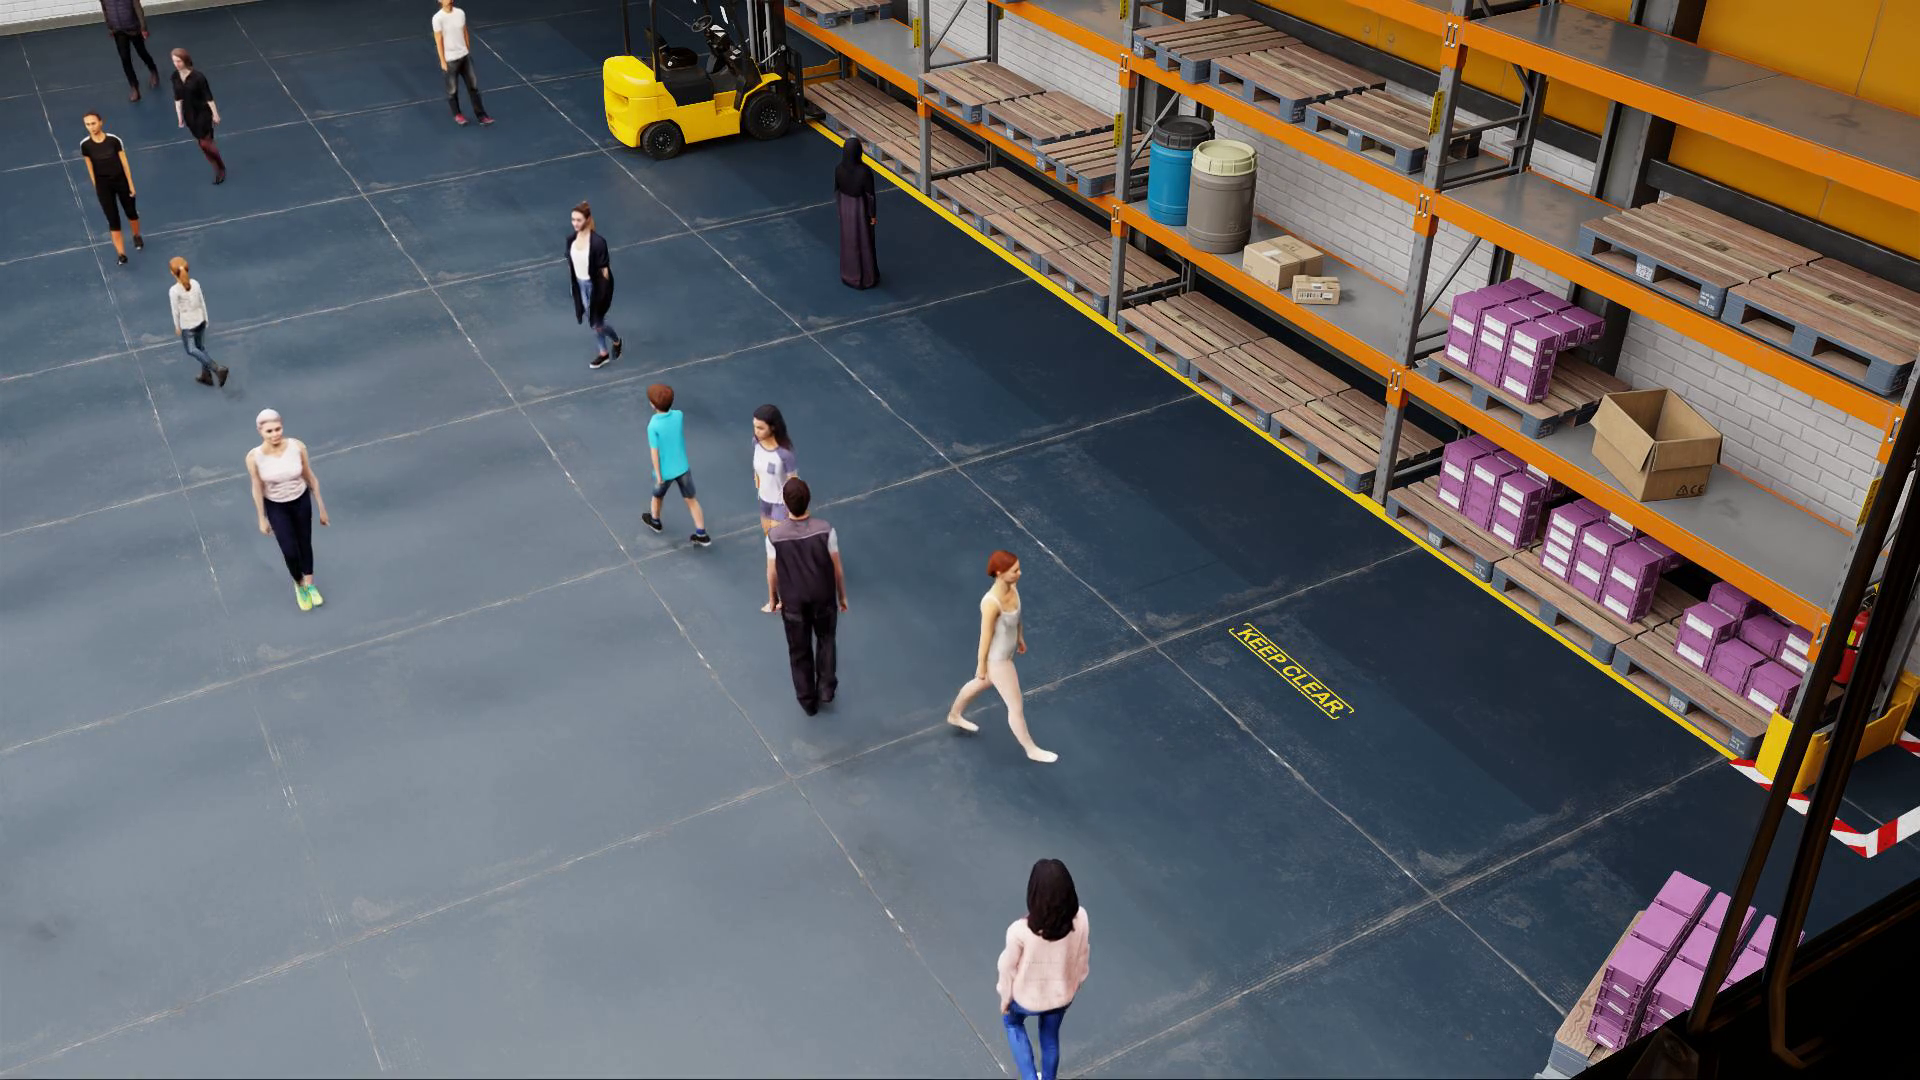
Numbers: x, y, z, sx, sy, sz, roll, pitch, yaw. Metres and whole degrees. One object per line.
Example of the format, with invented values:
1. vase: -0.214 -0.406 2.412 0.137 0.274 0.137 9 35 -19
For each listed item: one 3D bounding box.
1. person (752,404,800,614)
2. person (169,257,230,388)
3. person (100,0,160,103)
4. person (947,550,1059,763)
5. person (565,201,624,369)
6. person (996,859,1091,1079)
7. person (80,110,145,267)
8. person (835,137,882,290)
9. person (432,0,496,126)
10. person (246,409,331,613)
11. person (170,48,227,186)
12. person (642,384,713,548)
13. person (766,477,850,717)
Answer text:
1. person: -1.313 -0.301 12.592 0.981 1.712 0.897 21 39 29
2. person: -7.113 -1.995 15.508 0.815 1.306 0.694 17 37 23
3. person: -11.194 -6.903 22.444 1.031 1.802 1.271 -3 34 -4
4. person: 0.178 0.752 11.115 1.118 1.595 0.994 12 35 17
5. person: -3.449 -2.448 15.856 0.779 1.676 0.836 19 38 26
6. person: 0.439 2.386 8.511 0.745 1.755 0.758 -8 34 -12
7. person: -9.141 -3.855 18.021 0.701 1.623 1.126 -12 35 -17
8. person: -1.094 -3.434 17.395 0.696 1.615 0.774 14 36 19
9. person: -6.562 -6.243 21.477 1.072 1.772 0.850 28 43 35
10. person: -5.090 -0.270 12.563 0.658 1.693 0.639 -22 40 -30
11. person: -9.005 -5.061 19.778 0.716 1.685 0.773 7 34 11
12. person: -2.253 -0.573 13.267 0.657 1.419 1.008 -27 42 -34
13. person: -1.028 0.444 11.353 0.798 1.843 0.781 -5 34 -8
